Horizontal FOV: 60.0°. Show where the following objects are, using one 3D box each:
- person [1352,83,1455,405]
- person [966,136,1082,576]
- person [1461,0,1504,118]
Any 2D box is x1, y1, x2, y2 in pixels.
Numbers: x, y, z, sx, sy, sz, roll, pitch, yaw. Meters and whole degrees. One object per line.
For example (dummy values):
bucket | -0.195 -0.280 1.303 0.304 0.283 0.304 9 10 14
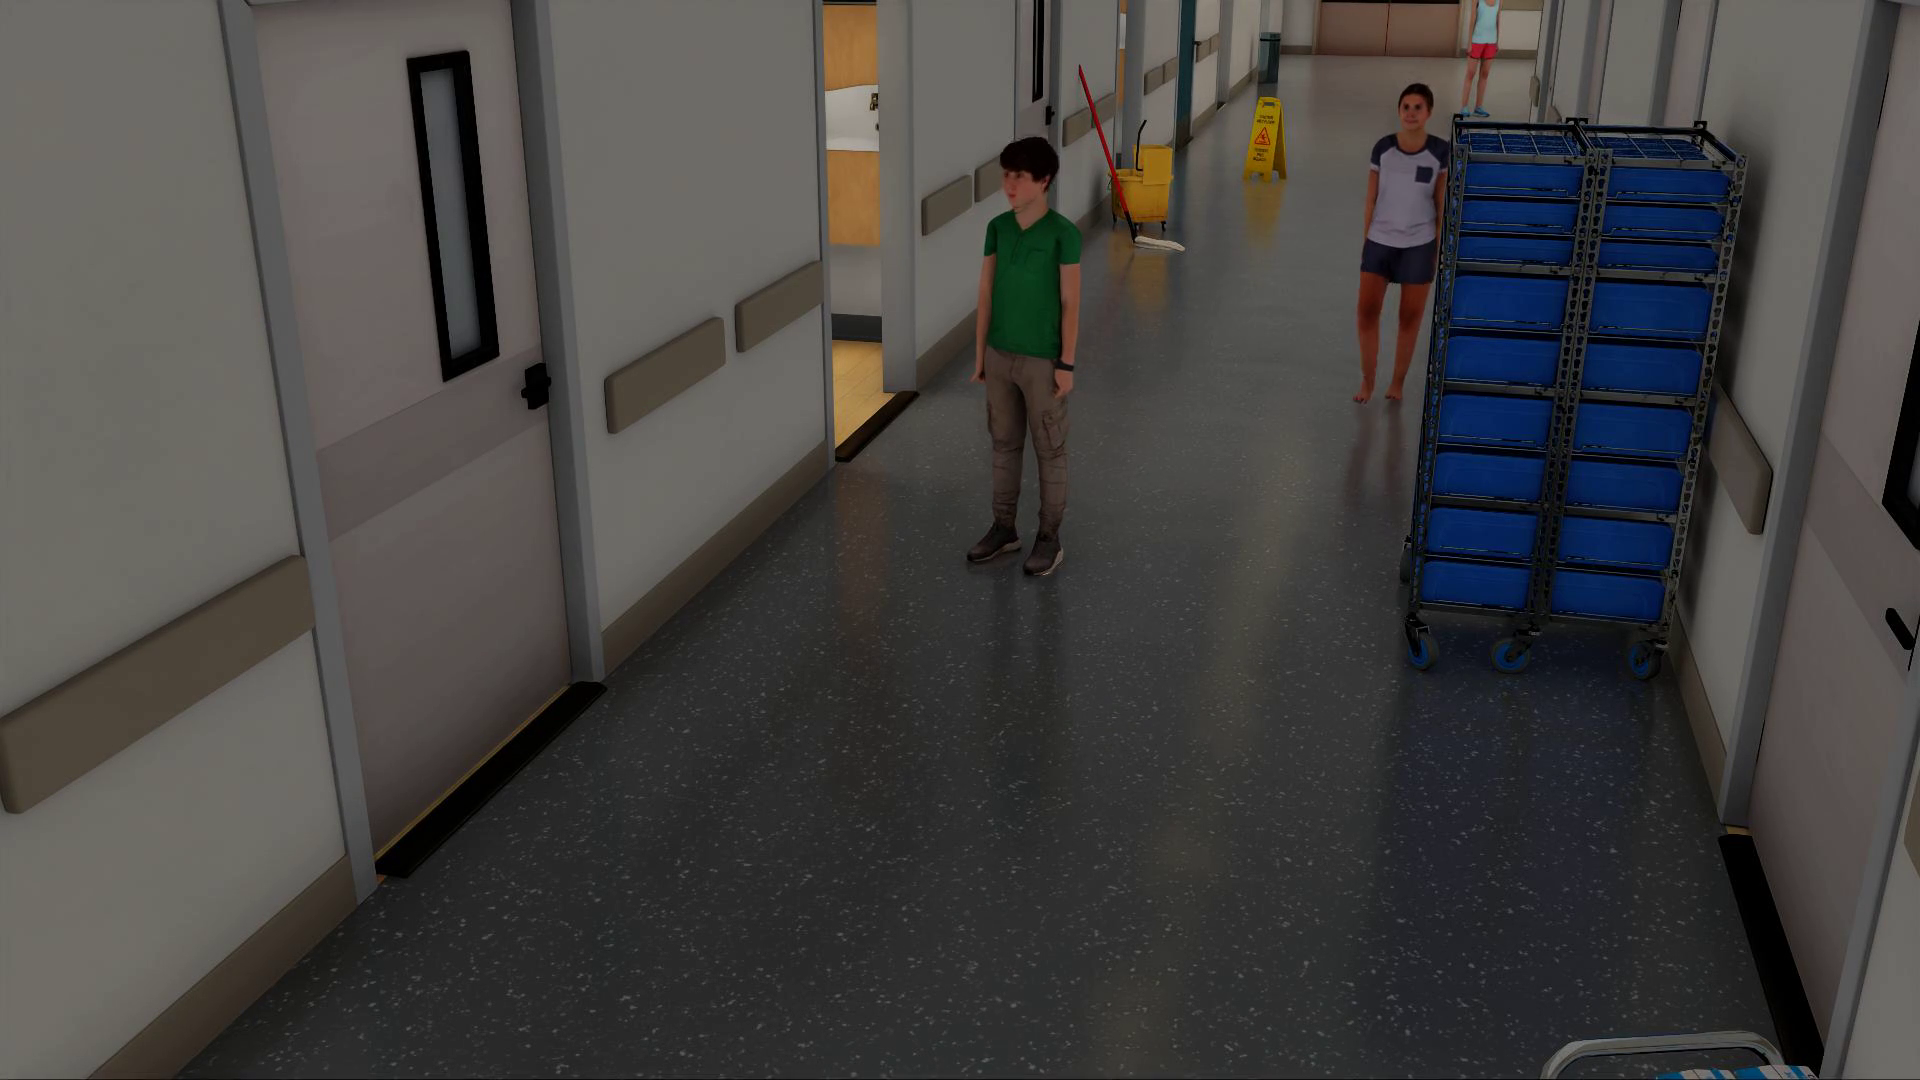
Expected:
person | 2.268 -1.510 8.524 0.589 1.613 0.633 7 22 18
person | 0.262 -0.702 6.340 0.642 1.651 0.620 13 24 30
person | 6.427 -6.111 20.462 0.663 1.763 0.680 -4 21 -11
